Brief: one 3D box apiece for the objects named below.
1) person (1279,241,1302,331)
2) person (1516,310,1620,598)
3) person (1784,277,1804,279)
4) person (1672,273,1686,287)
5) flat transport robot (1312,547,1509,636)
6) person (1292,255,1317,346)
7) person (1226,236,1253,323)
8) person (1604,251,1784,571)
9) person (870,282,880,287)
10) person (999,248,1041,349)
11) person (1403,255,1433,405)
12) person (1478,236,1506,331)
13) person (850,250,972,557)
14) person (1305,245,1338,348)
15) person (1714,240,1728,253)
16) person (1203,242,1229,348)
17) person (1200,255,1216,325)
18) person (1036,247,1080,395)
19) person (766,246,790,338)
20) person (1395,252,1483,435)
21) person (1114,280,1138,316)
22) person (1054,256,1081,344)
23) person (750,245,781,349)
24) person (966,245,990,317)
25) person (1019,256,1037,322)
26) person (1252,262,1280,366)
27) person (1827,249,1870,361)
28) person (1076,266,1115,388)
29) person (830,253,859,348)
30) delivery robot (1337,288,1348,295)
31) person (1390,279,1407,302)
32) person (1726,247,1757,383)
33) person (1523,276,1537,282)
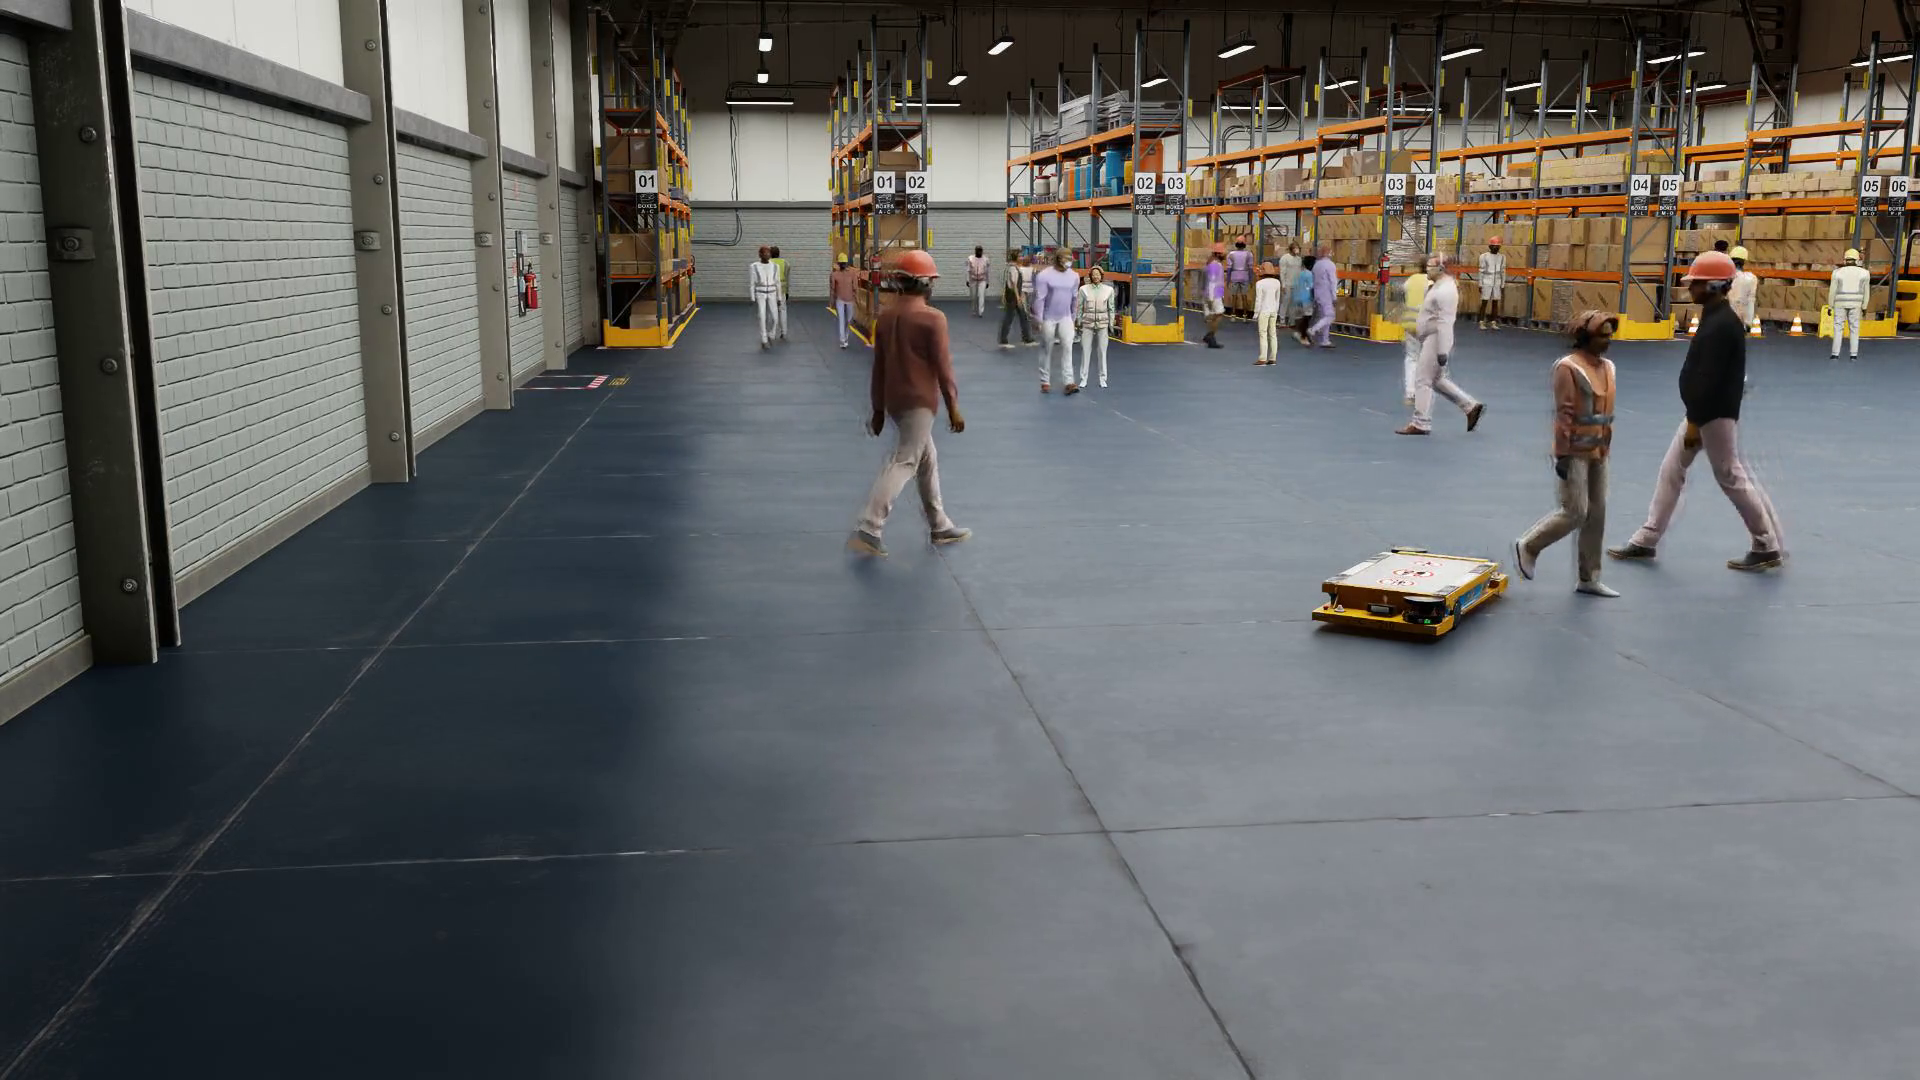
[{"bbox_3d":[7.141,-5.472,35.898,0.630,1.933,0.363,-7,13,-34],"label":"person"},{"bbox_3d":[3.471,-0.489,9.405,0.560,1.624,0.484,-8,13,-36],"label":"person"},{"bbox_3d":[19.585,-6.013,39.087,0.511,1.846,0.432,1,10,4],"label":"person"},{"bbox_3d":[18.575,-6.764,43.197,0.645,1.853,1.009,-2,10,-9],"label":"person"},{"bbox_3d":[2.473,0.259,9.031,0.652,0.197,1.431,6,12,31],"label":"flat transport robot"},{"bbox_3d":[6.493,-4.464,31.039,0.369,1.687,0.542,-2,11,-10],"label":"person"},{"bbox_3d":[6.569,-6.109,39.077,0.614,2.041,0.393,1,10,8],"label":"person"},{"bbox_3d":[4.581,-0.778,10.136,1.016,1.947,0.633,3,11,18],"label":"person"},{"bbox_3d":[-2.503,-7.583,47.781,0.965,1.826,0.663,5,12,26],"label":"person"},{"bbox_3d":[1.104,-4.331,29.965,0.883,1.805,0.524,2,11,10],"label":"person"},{"bbox_3d":[5.581,-2.523,20.024,0.441,1.818,0.634,-7,13,-35],"label":"person"},{"bbox_3d":[11.545,-5.551,36.058,0.609,2.037,0.396,-1,10,-6],"label":"person"},{"bbox_3d":[-0.332,-0.874,10.666,1.024,1.952,0.607,-8,13,-37],"label":"person"},{"bbox_3d":[6.599,-4.421,30.259,0.589,1.881,0.656,-3,11,-14],"label":"person"},{"bbox_3d":[14.423,-4.713,31.634,0.608,1.965,0.365,-9,14,-40],"label":"person"},{"bbox_3d":[4.691,-4.432,30.228,0.408,1.922,0.544,3,11,15],"label":"person"},{"bbox_3d":[5.747,-5.710,38.055,0.520,1.617,0.370,1,10,4],"label":"person"},{"bbox_3d":[1.274,-2.797,21.330,0.661,1.882,1.003,-3,11,-15],"label":"person"},{"bbox_3d":[-3.704,-4.948,33.270,0.625,1.844,0.429,-6,12,-30],"label":"person"},{"bbox_3d":[4.936,-2.003,17.013,0.782,1.880,0.648,3,11,17],"label":"person"},{"bbox_3d":[4.246,-6.693,42.460,0.624,1.977,0.539,-2,11,-12],"label":"person"},{"bbox_3d":[2.096,-4.556,31.400,0.852,1.725,0.551,4,11,23],"label":"person"},{"bbox_3d":[-3.524,-4.396,30.165,0.596,1.868,0.433,-4,11,-20],"label":"person"},{"bbox_3d":[0.462,-6.628,42.550,0.611,1.817,0.868,1,10,4],"label":"person"},{"bbox_3d":[1.484,-5.625,37.644,0.528,1.599,0.844,-1,10,-7],"label":"person"},{"bbox_3d":[4.831,-3.564,26.250,0.498,1.634,0.280,-7,12,-33],"label":"person"},{"bbox_3d":[14.525,-3.839,27.219,0.600,1.827,0.404,3,11,16],"label":"person"},{"bbox_3d":[1.825,-2.872,22.433,0.514,1.642,0.310,1,10,4],"label":"person"},{"bbox_3d":[-2.149,-4.428,30.711,0.523,1.731,0.848,-3,11,-16],"label":"person"},{"bbox_3d":[11.389,-7.324,49.560,0.707,0.478,0.477,3,11,16],"label":"delivery robot"},{"bbox_3d":[9.889,-5.630,37.312,0.489,1.717,0.742,0,10,2],"label":"person"},{"bbox_3d":[10.439,-3.000,22.470,0.591,1.890,0.919,7,12,33],"label":"person"},{"bbox_3d":[17.244,-8.050,50.126,0.802,1.884,0.662,7,12,34],"label":"person"}]
